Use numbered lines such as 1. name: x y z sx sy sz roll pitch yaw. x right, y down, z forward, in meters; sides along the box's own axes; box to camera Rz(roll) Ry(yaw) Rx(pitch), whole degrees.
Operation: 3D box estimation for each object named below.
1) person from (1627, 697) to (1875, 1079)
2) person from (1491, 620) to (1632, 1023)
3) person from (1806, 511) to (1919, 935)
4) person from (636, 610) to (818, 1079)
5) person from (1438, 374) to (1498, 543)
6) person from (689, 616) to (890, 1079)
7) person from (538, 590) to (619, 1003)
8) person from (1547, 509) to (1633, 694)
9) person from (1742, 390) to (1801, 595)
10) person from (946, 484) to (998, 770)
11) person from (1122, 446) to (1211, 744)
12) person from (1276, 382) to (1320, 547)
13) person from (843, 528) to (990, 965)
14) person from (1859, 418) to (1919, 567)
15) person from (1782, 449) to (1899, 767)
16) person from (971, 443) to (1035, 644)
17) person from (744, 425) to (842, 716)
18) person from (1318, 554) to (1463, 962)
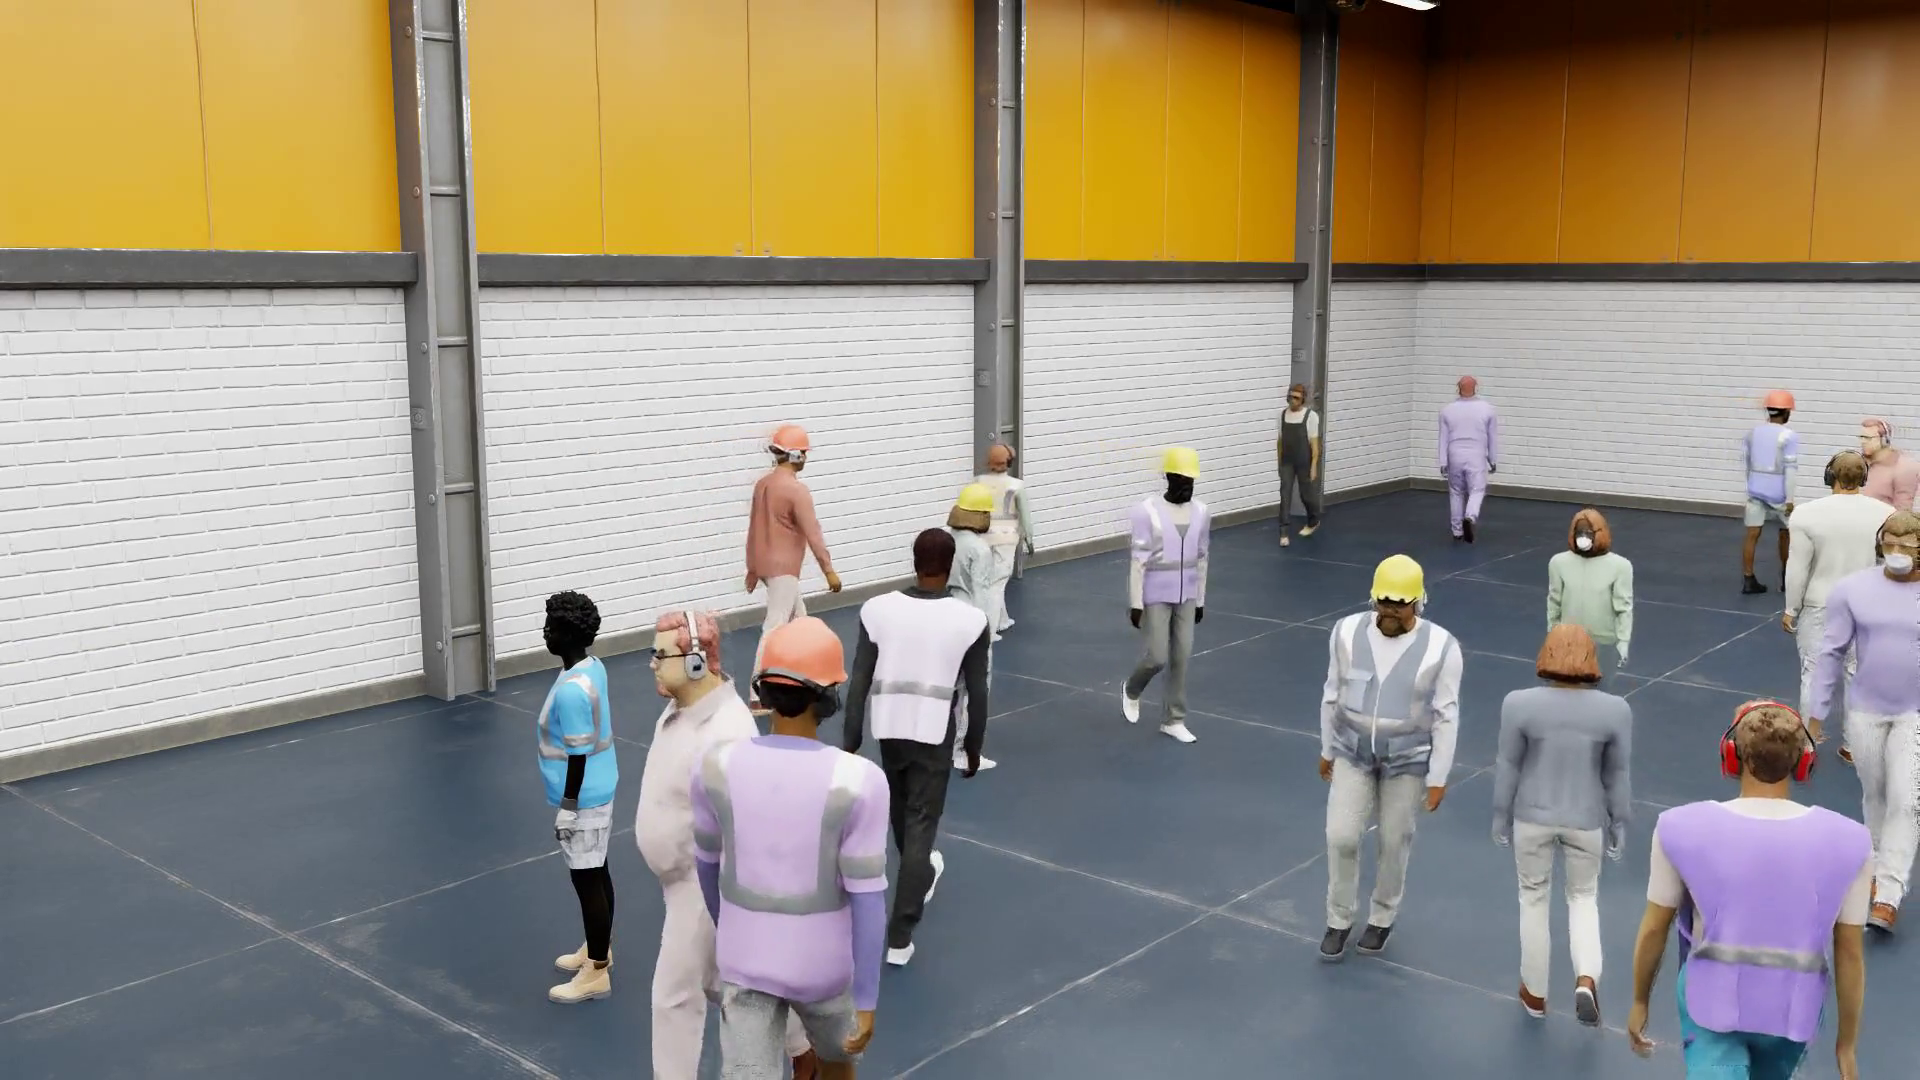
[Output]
1. person: 2.222 1.340 4.703 0.582 1.804 0.952 2 9 12
2. person: 2.374 1.133 6.571 0.511 1.622 0.457 2 9 11
3. person: 4.227 0.824 7.610 0.663 1.897 0.939 8 12 41
4. person: -0.827 1.147 5.687 0.825 1.879 0.654 -4 10 -22
5. person: 5.613 -0.891 18.442 0.636 1.886 0.769 4 10 24
6. person: -0.480 1.206 4.949 0.613 1.986 1.017 1 9 8
7. person: -1.574 1.046 6.866 0.318 1.697 0.533 -1 9 -6
8. person: 3.712 0.617 9.870 0.521 1.587 0.838 6 11 33
9. person: 7.668 -0.448 15.583 0.859 1.904 0.577 -5 10 -30
10. person: 0.034 0.517 10.098 0.362 1.726 0.548 -7 11 -36
11. person: 1.317 0.336 10.659 0.602 1.907 0.565 -4 10 -26
12. person: 3.766 -0.856 18.464 0.511 1.818 0.808 5 10 30
13. person: -0.182 0.880 7.452 0.635 1.855 1.058 3 9 15
14. person: 7.070 -0.001 12.846 0.648 1.884 0.656 -3 10 -18
15. person: 5.301 0.417 10.062 0.630 1.940 0.372 1 9 8
16. person: 0.372 0.014 13.603 0.535 1.601 0.789 5 10 29
17. person: -1.114 0.197 11.396 0.913 1.954 0.643 -5 11 -31
18. person: 1.810 0.950 7.131 0.604 1.801 0.597 5 10 26
